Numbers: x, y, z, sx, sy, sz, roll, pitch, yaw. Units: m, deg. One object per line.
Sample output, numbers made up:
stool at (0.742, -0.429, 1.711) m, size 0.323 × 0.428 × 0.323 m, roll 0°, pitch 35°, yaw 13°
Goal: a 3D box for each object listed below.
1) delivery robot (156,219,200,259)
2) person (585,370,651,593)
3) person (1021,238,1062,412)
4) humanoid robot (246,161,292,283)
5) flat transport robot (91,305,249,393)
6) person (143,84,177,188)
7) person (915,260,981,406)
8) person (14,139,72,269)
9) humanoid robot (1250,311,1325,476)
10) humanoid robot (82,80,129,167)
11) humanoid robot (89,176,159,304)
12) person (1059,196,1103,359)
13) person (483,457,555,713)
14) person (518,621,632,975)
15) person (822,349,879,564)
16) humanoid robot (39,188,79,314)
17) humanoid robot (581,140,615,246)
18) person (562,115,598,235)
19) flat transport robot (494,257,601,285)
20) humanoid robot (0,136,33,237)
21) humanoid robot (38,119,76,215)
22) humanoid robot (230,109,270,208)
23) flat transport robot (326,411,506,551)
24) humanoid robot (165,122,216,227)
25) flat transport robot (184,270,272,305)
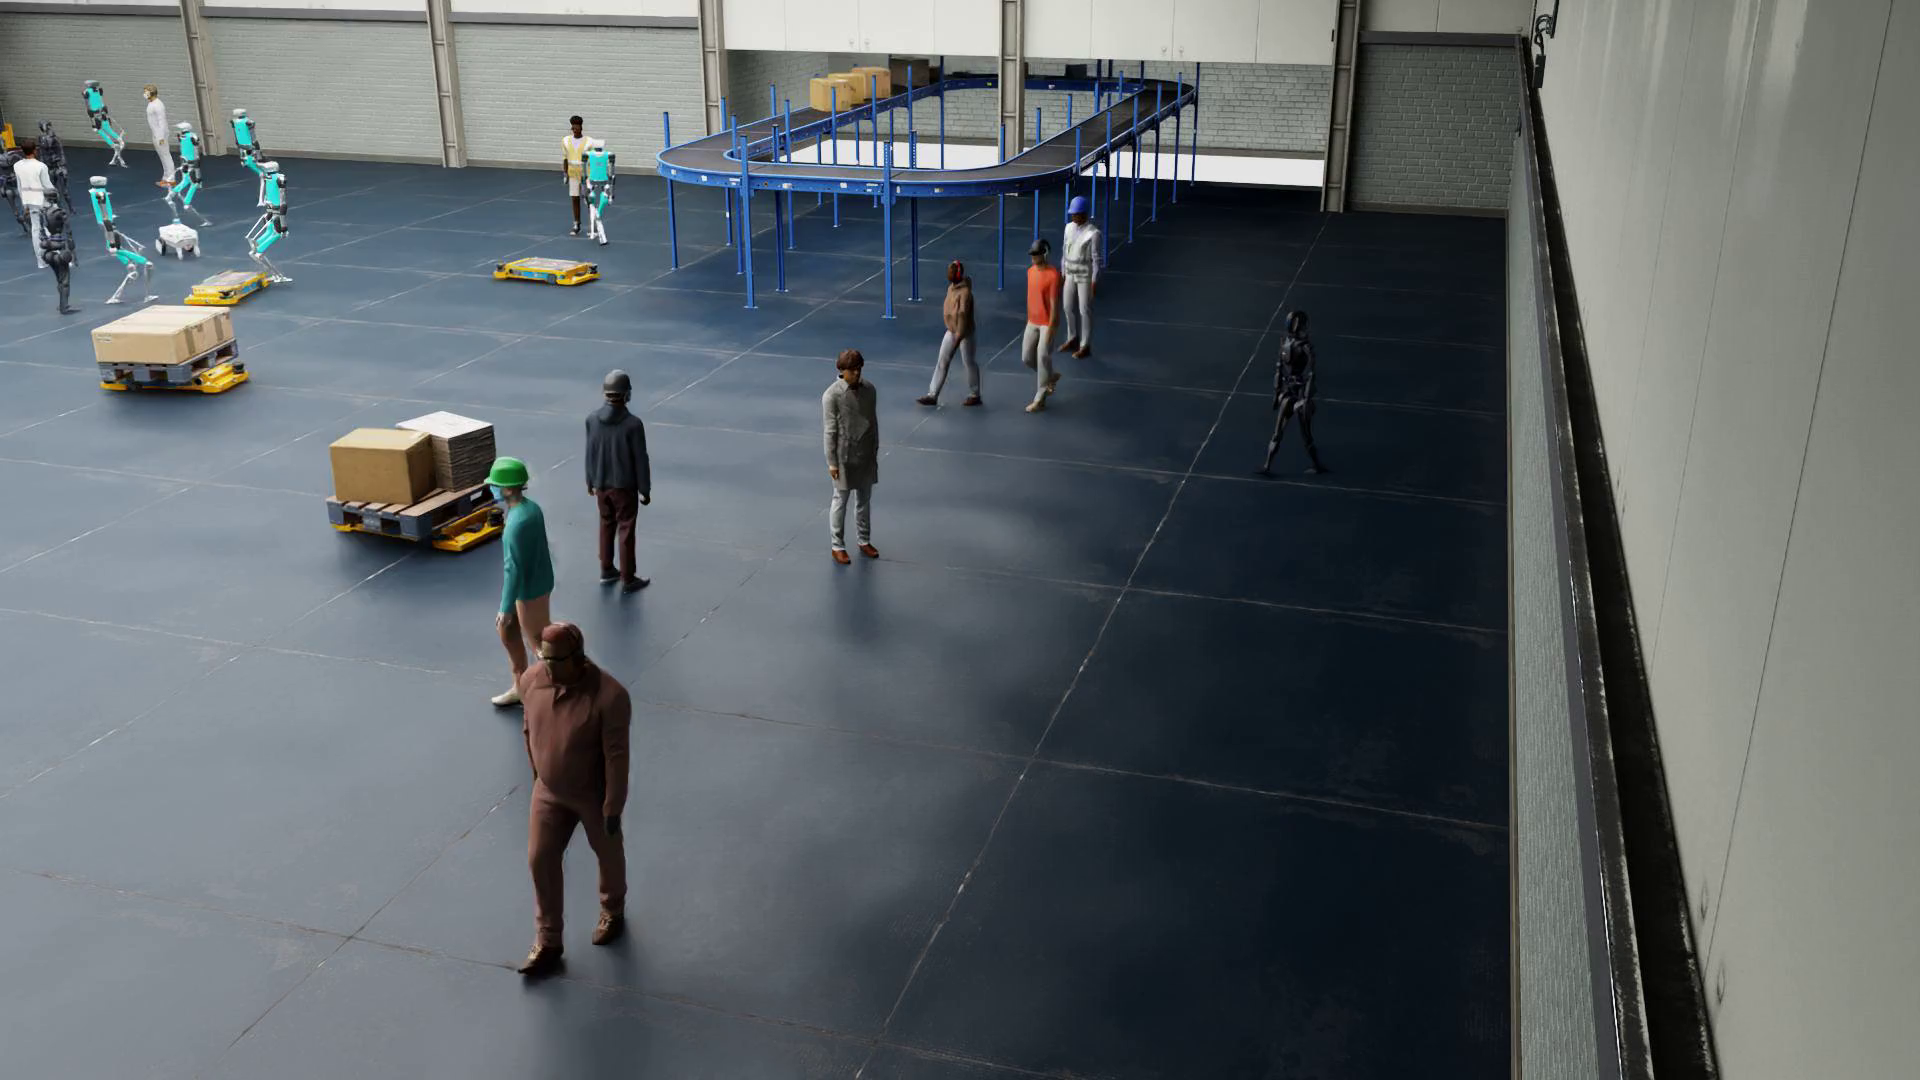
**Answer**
delivery robot at (-12.216, -4.704, 26.006) m, size 0.817 × 0.613 × 0.499 m, roll 20°, pitch 28°, yaw 41°
person at (-2.726, -0.469, 13.287) m, size 0.572 × 1.793 × 0.443 m, roll 5°, pitch 22°, yaw 13°
person at (0.914, -2.335, 17.986) m, size 0.578 × 1.896 × 0.476 m, roll -19°, pitch 28°, yaw -41°
humanoid robot at (-9.867, -4.484, 23.580) m, size 0.533 × 1.677 × 0.735 m, roll 19°, pitch 28°, yaw 41°
flat transport robot at (-8.994, -1.873, 19.037) m, size 1.431 × 0.231 × 0.659 m, roll 2°, pitch 21°, yaw 5°
person at (-15.430, -7.784, 32.049) m, size 0.372 × 1.940 × 0.626 m, roll -14°, pitch 25°, yaw -32°
person at (-0.099, -2.204, 18.016) m, size 0.808 × 1.620 × 0.465 m, roll -13°, pitch 25°, yaw -31°
person at (-13.793, -5.027, 24.922) m, size 0.594 × 1.921 × 0.387 m, roll 6°, pitch 22°, yaw 16°
humanoid robot at (3.207, -1.377, 15.871) m, size 0.788 × 1.630 × 0.589 m, roll -11°, pitch 24°, yaw -26°
humanoid robot at (-17.597, -8.564, 34.476) m, size 0.782 × 1.882 × 0.558 m, roll 4°, pitch 21°, yaw 10°
humanoid robot at (-11.415, -4.117, 22.828) m, size 0.874 × 1.782 × 0.560 m, roll -13°, pitch 24°, yaw -29°
person at (1.457, -3.176, 20.094) m, size 0.452 × 1.943 × 0.671 m, roll -16°, pitch 26°, yaw -36°
person at (-2.992, 0.334, 11.101) m, size 0.679 × 1.851 × 0.562 m, roll -2°, pitch 21°, yaw -6°
person at (-2.010, 1.324, 8.488) m, size 0.662 × 1.878 × 0.828 m, roll 7°, pitch 22°, yaw 17°
person at (-0.894, -0.696, 13.836) m, size 0.499 × 1.825 × 0.370 m, roll -14°, pitch 25°, yaw -32°
humanoid robot at (-12.154, -3.893, 22.329) m, size 0.587 × 1.632 × 0.439 m, roll 8°, pitch 22°, yaw 20°
humanoid robot at (-5.766, -5.533, 26.509) m, size 0.566 × 1.728 × 1.019 m, roll -6°, pitch 22°, yaw -15°
person at (-6.251, -6.014, 27.436) m, size 0.604 × 1.958 × 0.369 m, roll 5°, pitch 22°, yaw 12°
flat transport robot at (-6.060, -3.946, 24.412) m, size 1.431 × 0.231 × 0.659 m, roll 9°, pitch 23°, yaw 22°
humanoid robot at (-15.503, -5.791, 27.252) m, size 0.608 × 1.636 × 0.389 m, roll -3°, pitch 21°, yaw -7°
humanoid robot at (-15.865, -6.540, 29.163) m, size 0.599 × 1.657 × 0.315 m, roll 8°, pitch 23°, yaw 20°
humanoid robot at (-12.662, -6.908, 30.008) m, size 0.533 × 1.761 × 0.679 m, roll 11°, pitch 24°, yaw 26°
flat transport robot at (-4.752, -0.184, 14.654) m, size 1.431 × 0.231 × 0.659 m, roll 9°, pitch 23°, yaw 22°
humanoid robot at (-13.098, -6.076, 27.928) m, size 0.552 × 1.785 × 0.882 m, roll 15°, pitch 26°, yaw 35°
flat transport robot at (-10.280, -3.547, 23.377) m, size 0.659 × 0.231 × 1.431 m, roll 0°, pitch 21°, yaw 0°
